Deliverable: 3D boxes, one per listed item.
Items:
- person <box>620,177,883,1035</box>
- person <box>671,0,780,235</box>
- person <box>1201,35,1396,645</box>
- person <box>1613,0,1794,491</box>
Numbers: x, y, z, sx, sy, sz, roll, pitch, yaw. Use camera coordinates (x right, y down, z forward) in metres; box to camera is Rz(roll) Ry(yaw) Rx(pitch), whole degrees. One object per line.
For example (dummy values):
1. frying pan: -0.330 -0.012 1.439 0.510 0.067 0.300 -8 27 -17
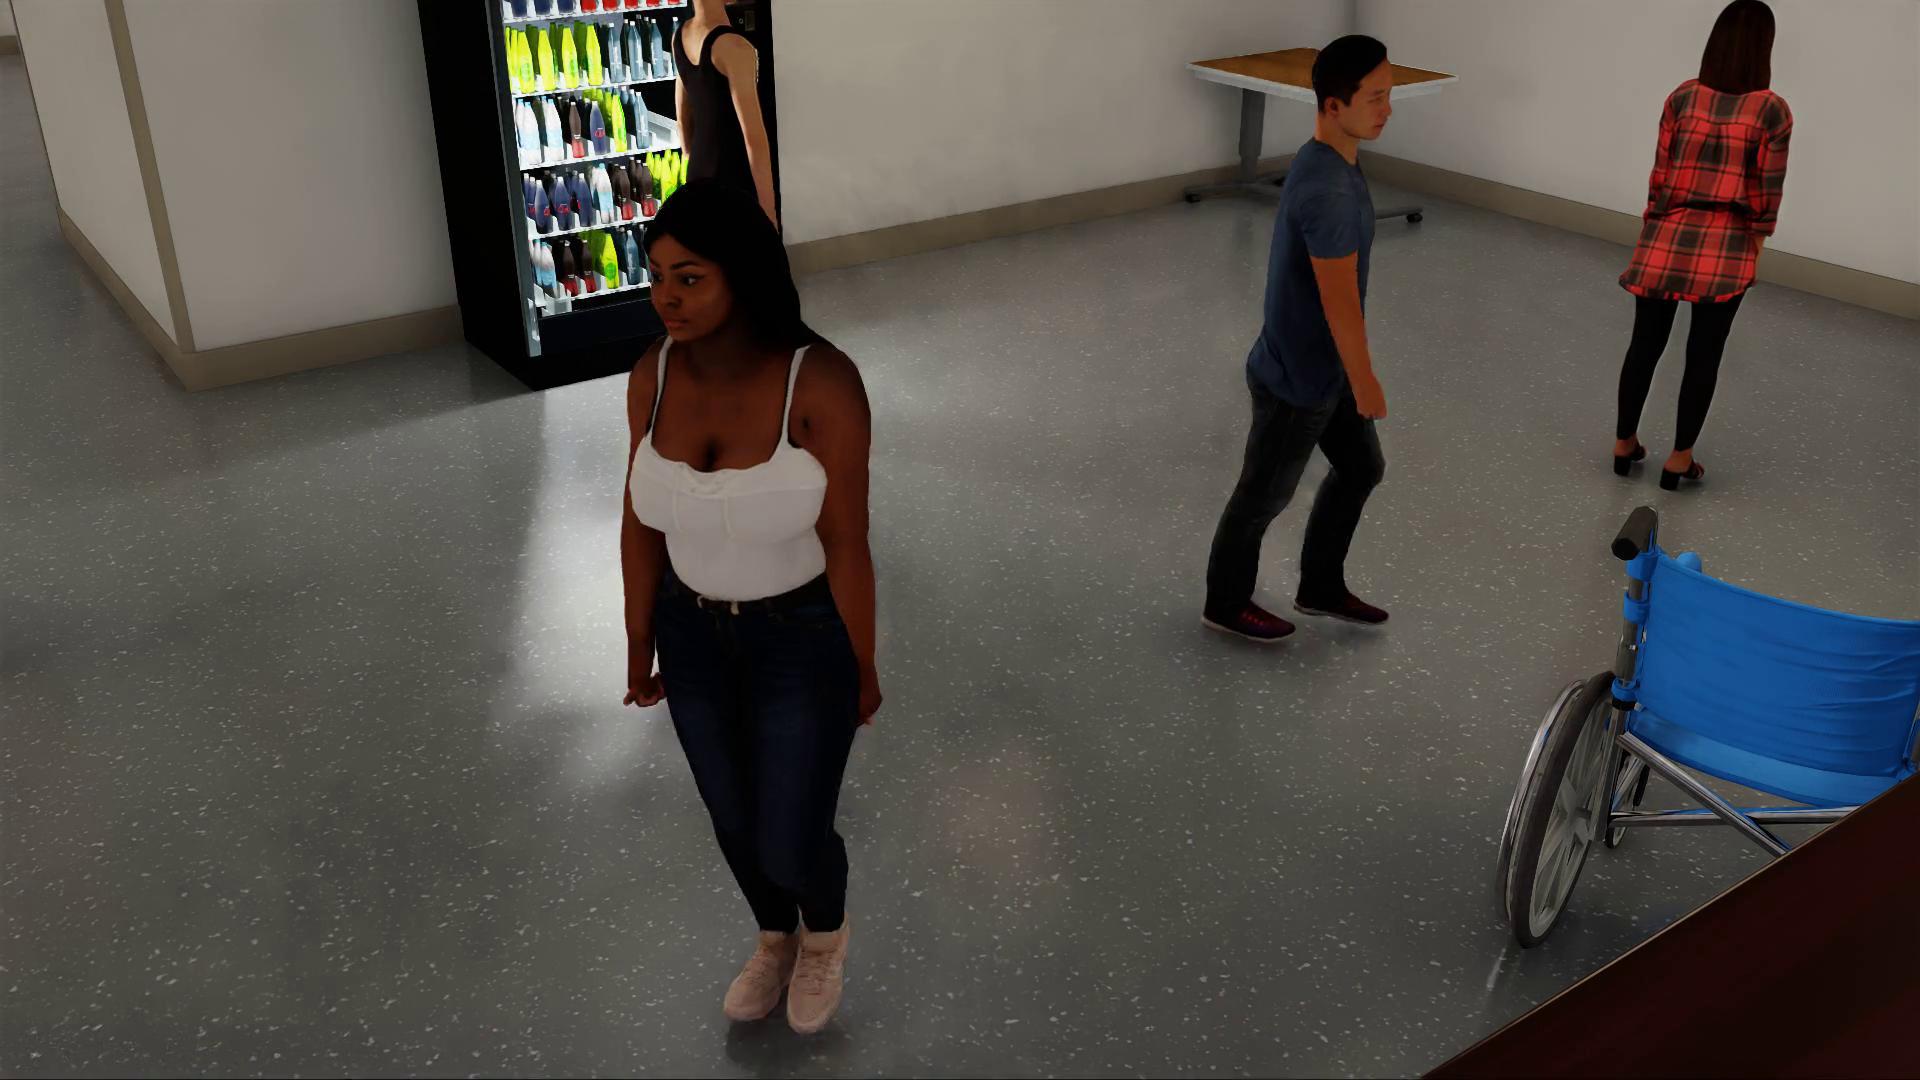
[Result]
1. person: -0.345 0.169 3.264 0.769 1.796 0.795 11 28 21
2. person: -0.905 -1.343 6.377 0.537 1.816 0.676 -21 33 -37
3. person: 0.869 -0.488 4.647 0.944 1.778 0.891 8 27 15
4. person: 2.579 -1.015 5.827 0.664 1.702 0.623 21 33 37
